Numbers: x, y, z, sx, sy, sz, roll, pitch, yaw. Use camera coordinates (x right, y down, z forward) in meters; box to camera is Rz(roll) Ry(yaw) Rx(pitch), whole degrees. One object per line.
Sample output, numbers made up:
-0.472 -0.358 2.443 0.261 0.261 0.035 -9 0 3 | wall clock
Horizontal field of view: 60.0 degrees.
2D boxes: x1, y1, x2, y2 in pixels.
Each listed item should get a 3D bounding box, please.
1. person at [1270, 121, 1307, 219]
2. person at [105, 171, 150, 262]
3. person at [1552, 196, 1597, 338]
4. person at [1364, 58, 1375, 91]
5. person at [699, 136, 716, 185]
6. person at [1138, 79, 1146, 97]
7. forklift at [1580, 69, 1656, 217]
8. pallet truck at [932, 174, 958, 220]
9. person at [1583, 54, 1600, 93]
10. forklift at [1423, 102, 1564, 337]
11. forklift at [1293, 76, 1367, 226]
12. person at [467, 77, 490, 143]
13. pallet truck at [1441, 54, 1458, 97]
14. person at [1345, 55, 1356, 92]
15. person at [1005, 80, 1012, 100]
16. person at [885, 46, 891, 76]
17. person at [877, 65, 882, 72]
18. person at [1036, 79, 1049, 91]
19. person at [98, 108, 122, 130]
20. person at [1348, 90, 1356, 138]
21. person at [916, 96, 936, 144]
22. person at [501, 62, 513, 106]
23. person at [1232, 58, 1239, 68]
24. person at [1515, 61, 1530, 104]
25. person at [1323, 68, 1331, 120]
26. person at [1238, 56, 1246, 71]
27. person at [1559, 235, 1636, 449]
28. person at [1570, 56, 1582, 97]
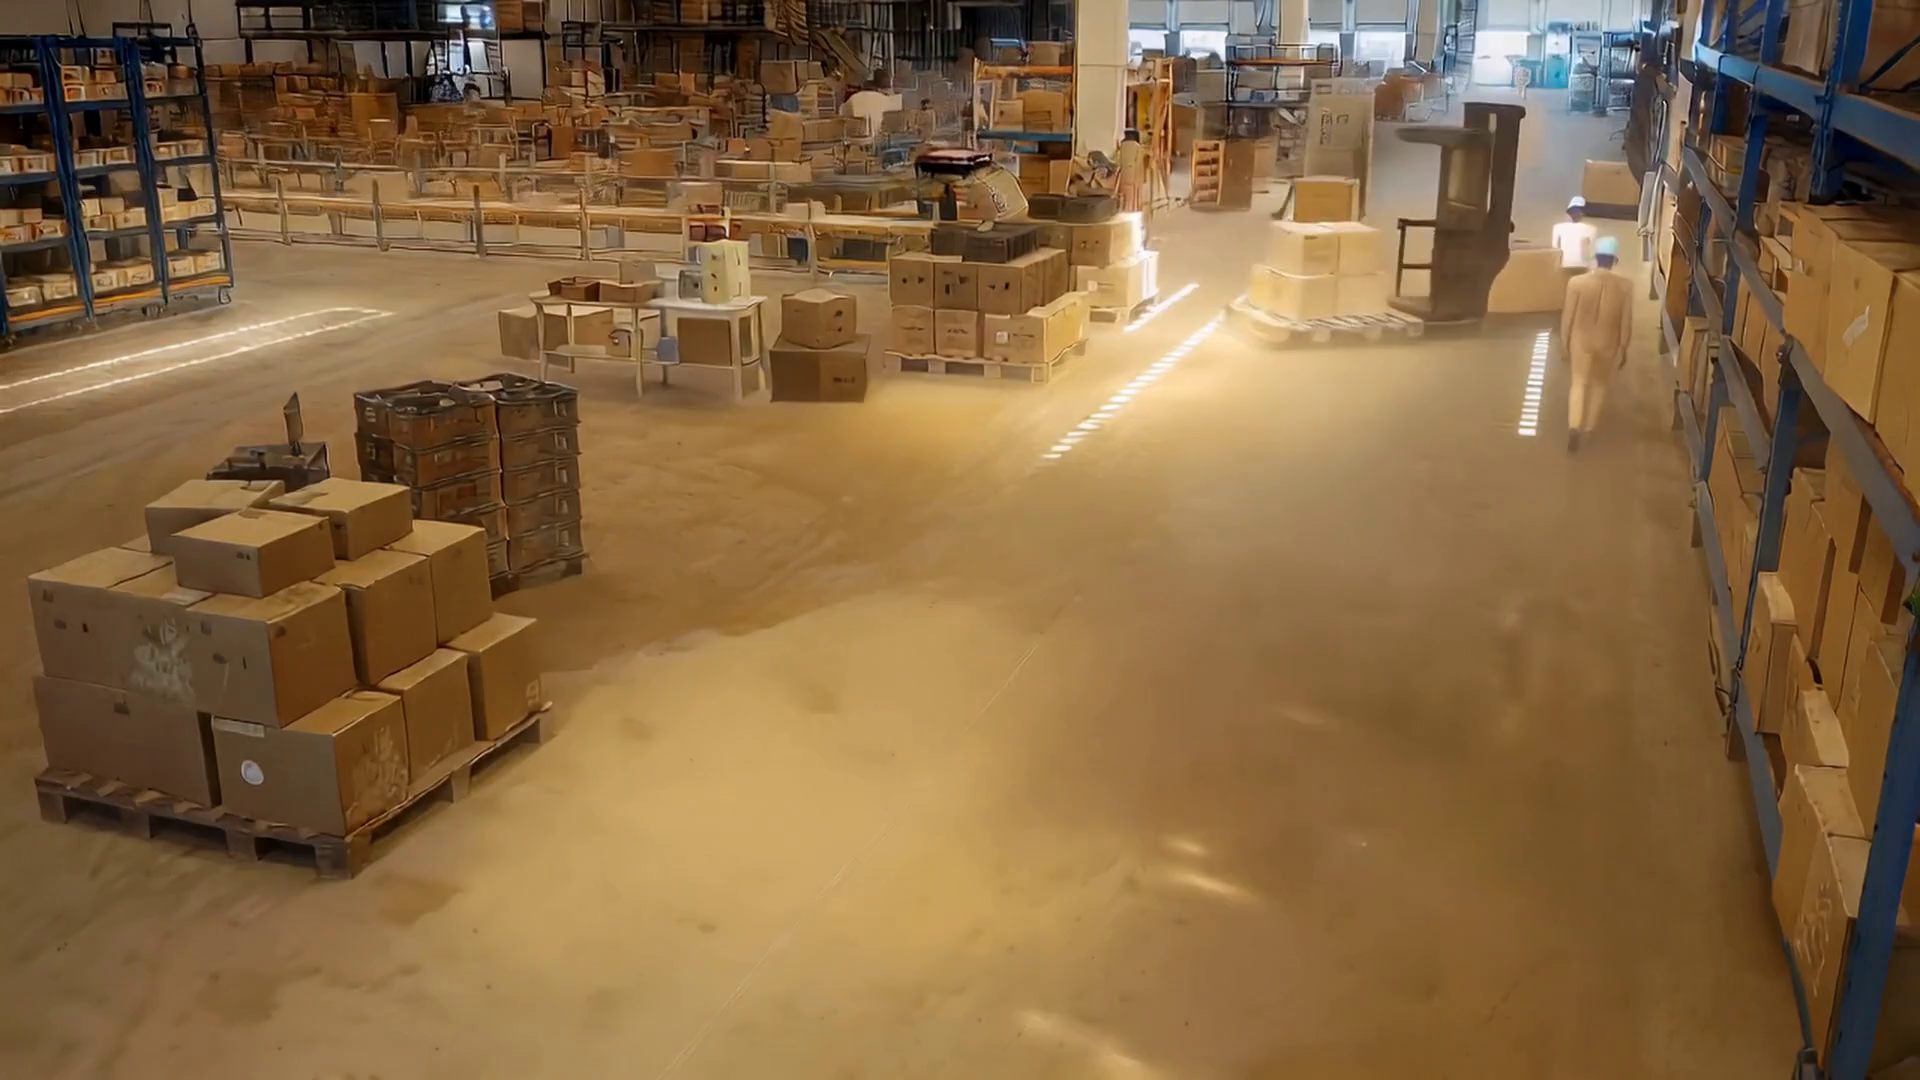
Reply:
6.550 -7.159 32.257 0.972 1.884 0.572 -5 18 -15 | person
-12.871 -5.059 25.642 0.954 1.916 0.617 12 21 33 | person
7.624 -3.399 20.712 0.536 1.725 0.889 6 19 18 | person
18.497 -20.819 75.184 1.016 1.886 0.649 10 20 28 | person
-4.737 -6.570 30.665 0.795 1.739 0.532 2 18 6 | person
6.734 -16.428 61.666 0.925 1.715 0.549 8 19 24 | person
13.219 -7.740 32.475 1.873 2.768 1.129 6 19 18 | forklift
-0.507 -5.292 27.348 0.653 1.274 1.630 6 19 19 | pallet truck
31.099 -22.865 81.634 0.586 1.886 0.984 -10 20 -28 | person
6.572 -4.037 20.839 1.873 2.768 1.129 -3 18 -11 | forklift
6.598 -6.755 29.381 1.129 2.768 1.873 6 19 19 | forklift
-14.838 -13.133 50.879 1.038 1.999 0.616 9 20 27 | person
22.765 -21.886 78.355 0.823 1.965 1.885 -4 18 -14 | pallet truck
19.242 -22.934 81.933 0.526 1.820 0.636 8 19 23 | person
1.719 -15.790 59.369 0.769 1.914 0.551 6 19 18 | person
-4.395 -29.034 100.973 0.957 1.912 0.610 6 19 18 | person
-3.221 -17.898 66.044 0.991 1.875 0.600 8 19 23 | person
3.306 -17.532 64.774 0.912 1.927 0.638 10 20 28 | person
-23.036 -11.243 45.151 0.659 1.860 0.980 4 18 13 | person
12.682 -13.553 52.808 0.531 1.595 0.793 -17 24 -42 | person
-0.895 -10.526 42.957 0.598 1.819 0.423 8 19 23 | person
-19.433 -19.518 71.177 0.351 1.838 0.506 11 21 30 | person
12.798 -21.589 77.641 0.520 1.865 0.328 11 21 31 | person
24.620 -19.998 72.699 0.595 1.842 0.979 0 18 -2 | person
13.727 -16.680 62.216 0.327 1.865 0.520 -7 19 -22 | person
15.444 -25.975 91.317 1.066 1.943 0.622 -8 19 -24 | person
5.863 -1.824 15.383 0.622 1.966 0.929 7 19 21 | person
28.880 -21.717 77.962 0.592 1.916 0.476 9 20 27 | person
